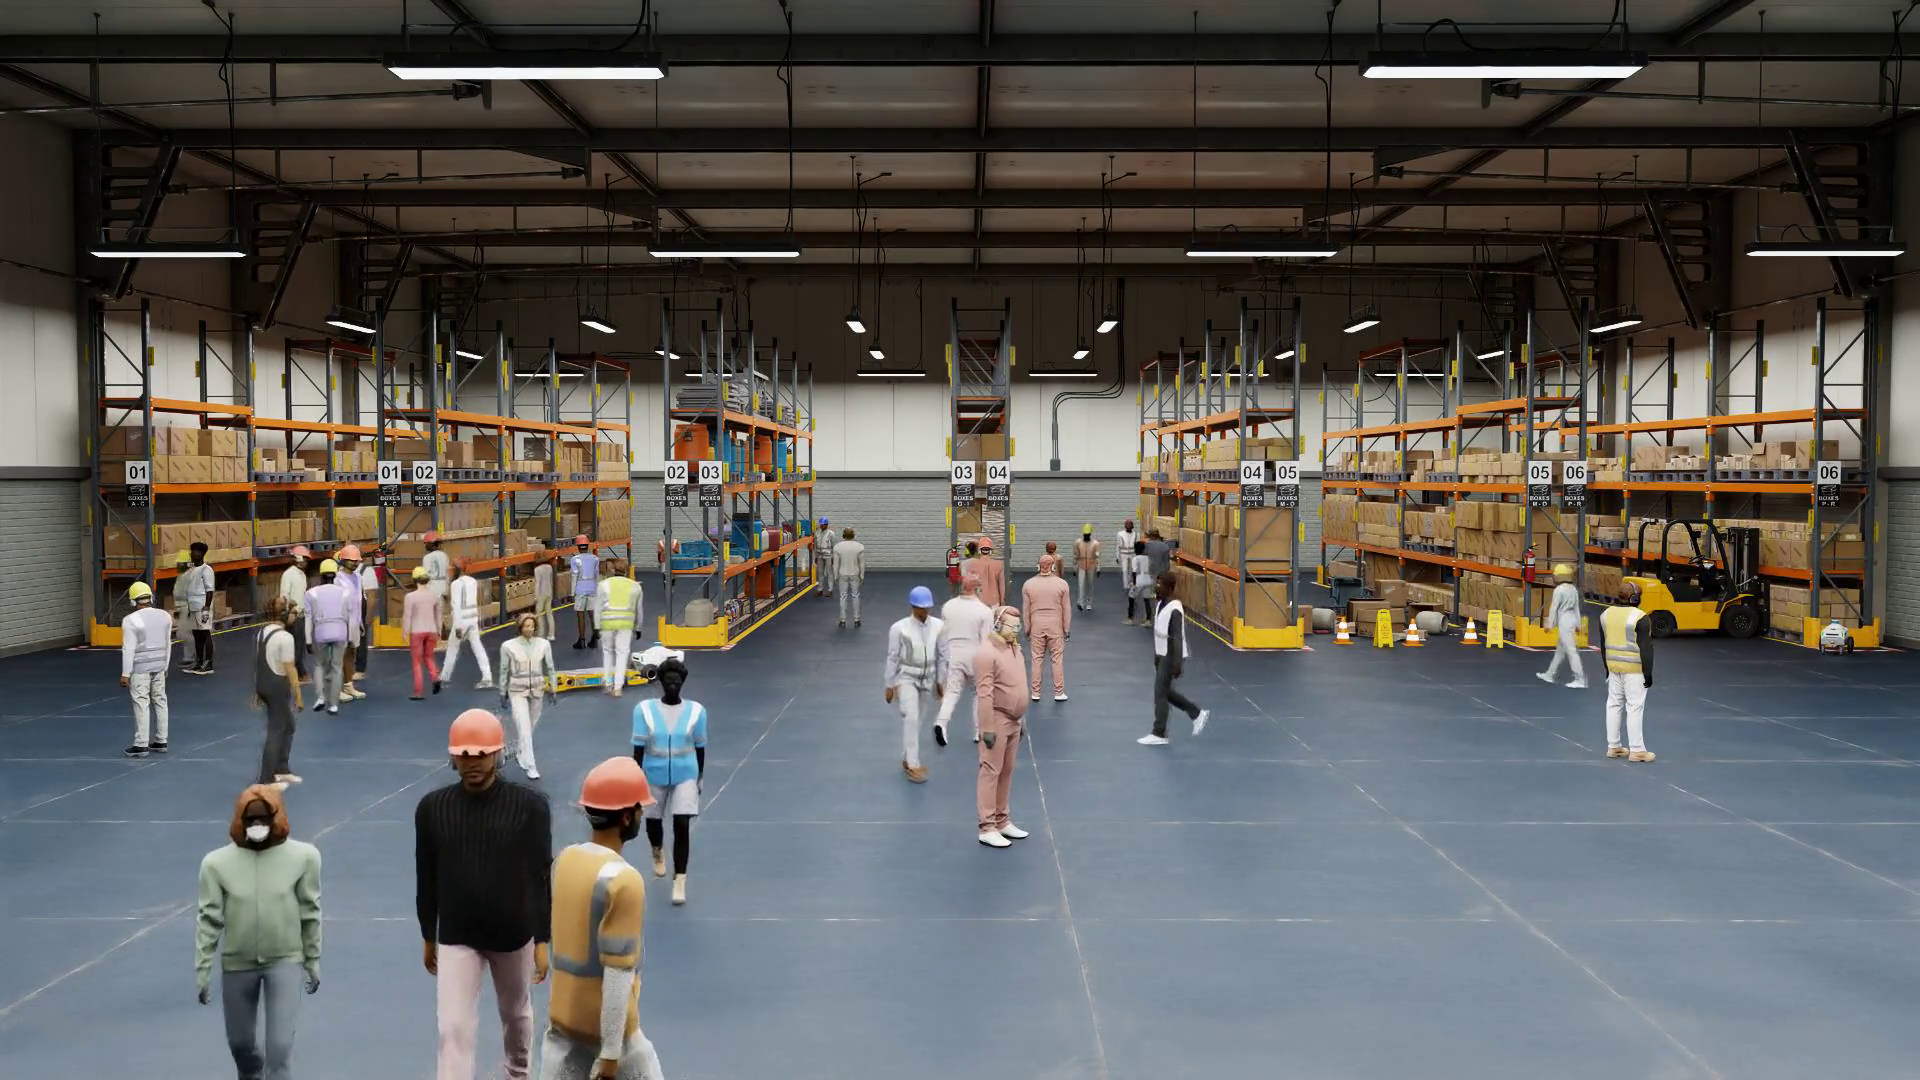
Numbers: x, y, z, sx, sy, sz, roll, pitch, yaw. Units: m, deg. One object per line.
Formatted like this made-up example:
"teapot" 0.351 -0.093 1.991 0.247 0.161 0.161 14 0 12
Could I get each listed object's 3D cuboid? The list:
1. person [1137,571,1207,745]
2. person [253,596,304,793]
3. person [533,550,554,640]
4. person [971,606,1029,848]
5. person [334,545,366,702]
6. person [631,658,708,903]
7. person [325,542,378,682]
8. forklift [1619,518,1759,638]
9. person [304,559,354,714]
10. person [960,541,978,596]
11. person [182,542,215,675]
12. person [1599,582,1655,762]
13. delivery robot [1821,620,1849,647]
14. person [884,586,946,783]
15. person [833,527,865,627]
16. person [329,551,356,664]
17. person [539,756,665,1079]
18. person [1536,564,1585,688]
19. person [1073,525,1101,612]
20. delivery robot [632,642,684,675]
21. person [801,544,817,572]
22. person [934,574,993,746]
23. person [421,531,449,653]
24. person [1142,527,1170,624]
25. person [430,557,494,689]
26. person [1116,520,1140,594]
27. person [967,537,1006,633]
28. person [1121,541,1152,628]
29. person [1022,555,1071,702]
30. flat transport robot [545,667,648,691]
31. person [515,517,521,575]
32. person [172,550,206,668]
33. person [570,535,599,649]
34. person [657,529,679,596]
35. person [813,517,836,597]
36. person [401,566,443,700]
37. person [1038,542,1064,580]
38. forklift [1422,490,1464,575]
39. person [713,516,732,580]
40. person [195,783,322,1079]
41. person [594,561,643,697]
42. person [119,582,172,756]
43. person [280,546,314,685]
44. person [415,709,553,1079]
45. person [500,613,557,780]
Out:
"person" 2.336 1.285 17.771 0.719 1.904 0.600 0 2 -6
"person" -6.273 1.432 15.035 0.534 1.821 0.641 2 3 40
"person" -7.406 0.985 28.665 0.264 1.633 0.503 1 2 20
"person" 0.352 1.477 12.965 0.403 1.901 0.637 1 3 26
"person" -7.987 1.082 21.141 0.394 2.039 0.614 1 2 13
"person" -2.042 1.649 11.349 0.535 1.677 0.717 0 2 -11
"person" -8.679 1.032 22.929 0.697 2.000 0.942 0 2 0
"forklift" 13.417 0.684 29.791 2.313 2.155 1.214 0 2 0
"person" -7.818 1.192 20.019 0.584 1.907 0.487 -1 3 -25
"person" 0.184 0.946 26.900 0.505 1.854 0.425 -2 3 -38
"person" -11.314 1.005 24.009 0.606 1.966 0.367 2 3 39
"person" 6.950 1.354 16.773 0.429 1.844 0.625 -1 3 -25
"delivery robot" 14.484 1.567 26.726 0.477 0.478 0.707 2 3 35
"person" -0.453 1.382 15.724 0.612 1.888 0.721 -2 3 -35
"person" -2.171 0.726 31.530 0.641 1.943 0.428 0 2 -8
"person" -9.670 1.056 25.212 0.523 1.769 0.317 1 2 23
"person" -1.305 1.755 6.038 0.556 1.886 0.969 2 3 41
"person" 8.403 1.196 22.590 0.496 1.698 0.862 -2 3 -41
"person" 2.751 0.616 35.051 0.602 1.861 0.998 0 2 7
"delivery robot" -4.328 1.708 23.189 0.707 0.478 0.477 -2 3 -37
"person" -4.318 0.277 46.870 0.810 1.600 0.504 1 2 16
"person" 0.057 1.306 17.630 0.653 1.879 0.876 1 3 28
"person" -8.858 0.866 26.862 0.844 2.012 0.633 0 2 8
"person" 3.802 0.715 31.653 0.635 1.937 0.354 0 2 -5
"person" -6.839 1.144 22.240 1.010 1.832 0.589 1 2 21
"person" 4.193 0.435 39.939 0.609 1.831 0.965 0 2 -1
"person" 0.393 0.954 24.931 0.622 1.993 0.382 -1 2 -13
"person" 3.441 0.859 31.338 0.533 1.665 0.741 -2 3 -38
"person" 1.140 1.150 21.085 0.640 1.911 0.410 0 2 11
"flat transport robot" -5.136 1.922 22.472 1.431 0.197 0.652 -2 3 -37
"person" -11.203 0.361 40.955 0.641 1.911 0.752 0 2 0
"person" -11.857 1.055 24.746 0.421 1.808 0.640 -2 3 -40
"person" -6.426 0.881 27.559 0.548 1.931 0.381 -2 3 -44
"person" -7.100 0.539 39.288 0.549 1.676 0.521 -1 2 -14
"person" -3.288 0.408 39.268 0.605 1.948 0.403 1 3 31
"person" -7.061 1.221 21.199 0.439 1.749 0.589 2 3 41
"person" 1.807 0.849 32.020 0.517 1.636 0.314 0 2 -1
"forklift" 13.926 -0.371 47.846 1.873 2.768 1.129 0 2 0
"person" -6.601 0.235 44.986 0.584 1.834 0.502 0 2 4
"person" -3.060 1.856 7.072 0.510 1.606 0.733 -1 2 -18
"person" -4.590 1.185 21.716 0.659 1.786 0.789 -1 2 -14
"person" -8.605 1.352 17.035 0.404 1.824 0.586 1 2 22
"person" -9.345 1.064 22.738 0.778 1.946 0.644 0 2 -10
"person" -2.059 1.698 6.991 0.619 1.946 1.044 0 2 -5
"person" -4.275 1.507 15.927 0.524 1.598 0.859 -1 3 -32
